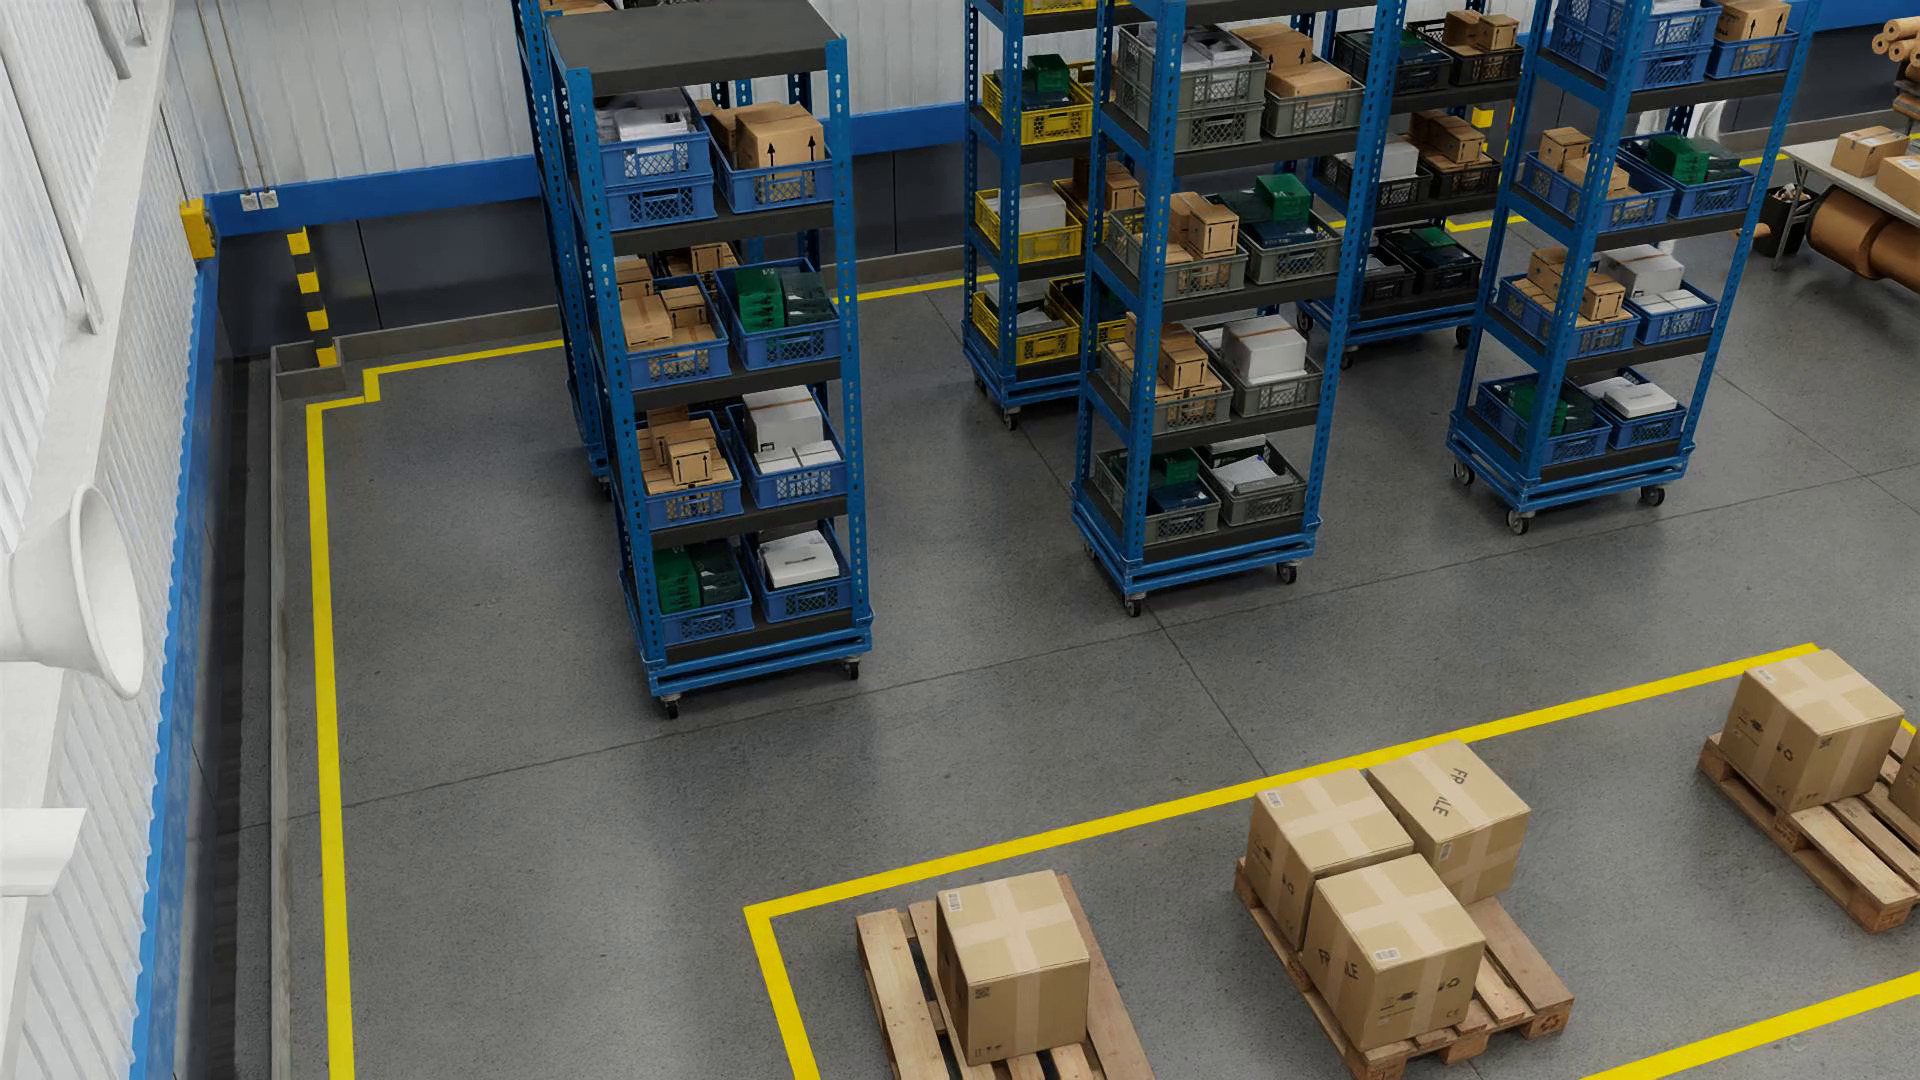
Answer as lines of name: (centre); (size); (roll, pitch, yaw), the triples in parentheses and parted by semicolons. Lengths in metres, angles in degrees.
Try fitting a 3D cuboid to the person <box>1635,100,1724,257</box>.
person: (5.435, -2.895, 12.776); (0.587, 1.875, 0.417); (6, 36, 8)
